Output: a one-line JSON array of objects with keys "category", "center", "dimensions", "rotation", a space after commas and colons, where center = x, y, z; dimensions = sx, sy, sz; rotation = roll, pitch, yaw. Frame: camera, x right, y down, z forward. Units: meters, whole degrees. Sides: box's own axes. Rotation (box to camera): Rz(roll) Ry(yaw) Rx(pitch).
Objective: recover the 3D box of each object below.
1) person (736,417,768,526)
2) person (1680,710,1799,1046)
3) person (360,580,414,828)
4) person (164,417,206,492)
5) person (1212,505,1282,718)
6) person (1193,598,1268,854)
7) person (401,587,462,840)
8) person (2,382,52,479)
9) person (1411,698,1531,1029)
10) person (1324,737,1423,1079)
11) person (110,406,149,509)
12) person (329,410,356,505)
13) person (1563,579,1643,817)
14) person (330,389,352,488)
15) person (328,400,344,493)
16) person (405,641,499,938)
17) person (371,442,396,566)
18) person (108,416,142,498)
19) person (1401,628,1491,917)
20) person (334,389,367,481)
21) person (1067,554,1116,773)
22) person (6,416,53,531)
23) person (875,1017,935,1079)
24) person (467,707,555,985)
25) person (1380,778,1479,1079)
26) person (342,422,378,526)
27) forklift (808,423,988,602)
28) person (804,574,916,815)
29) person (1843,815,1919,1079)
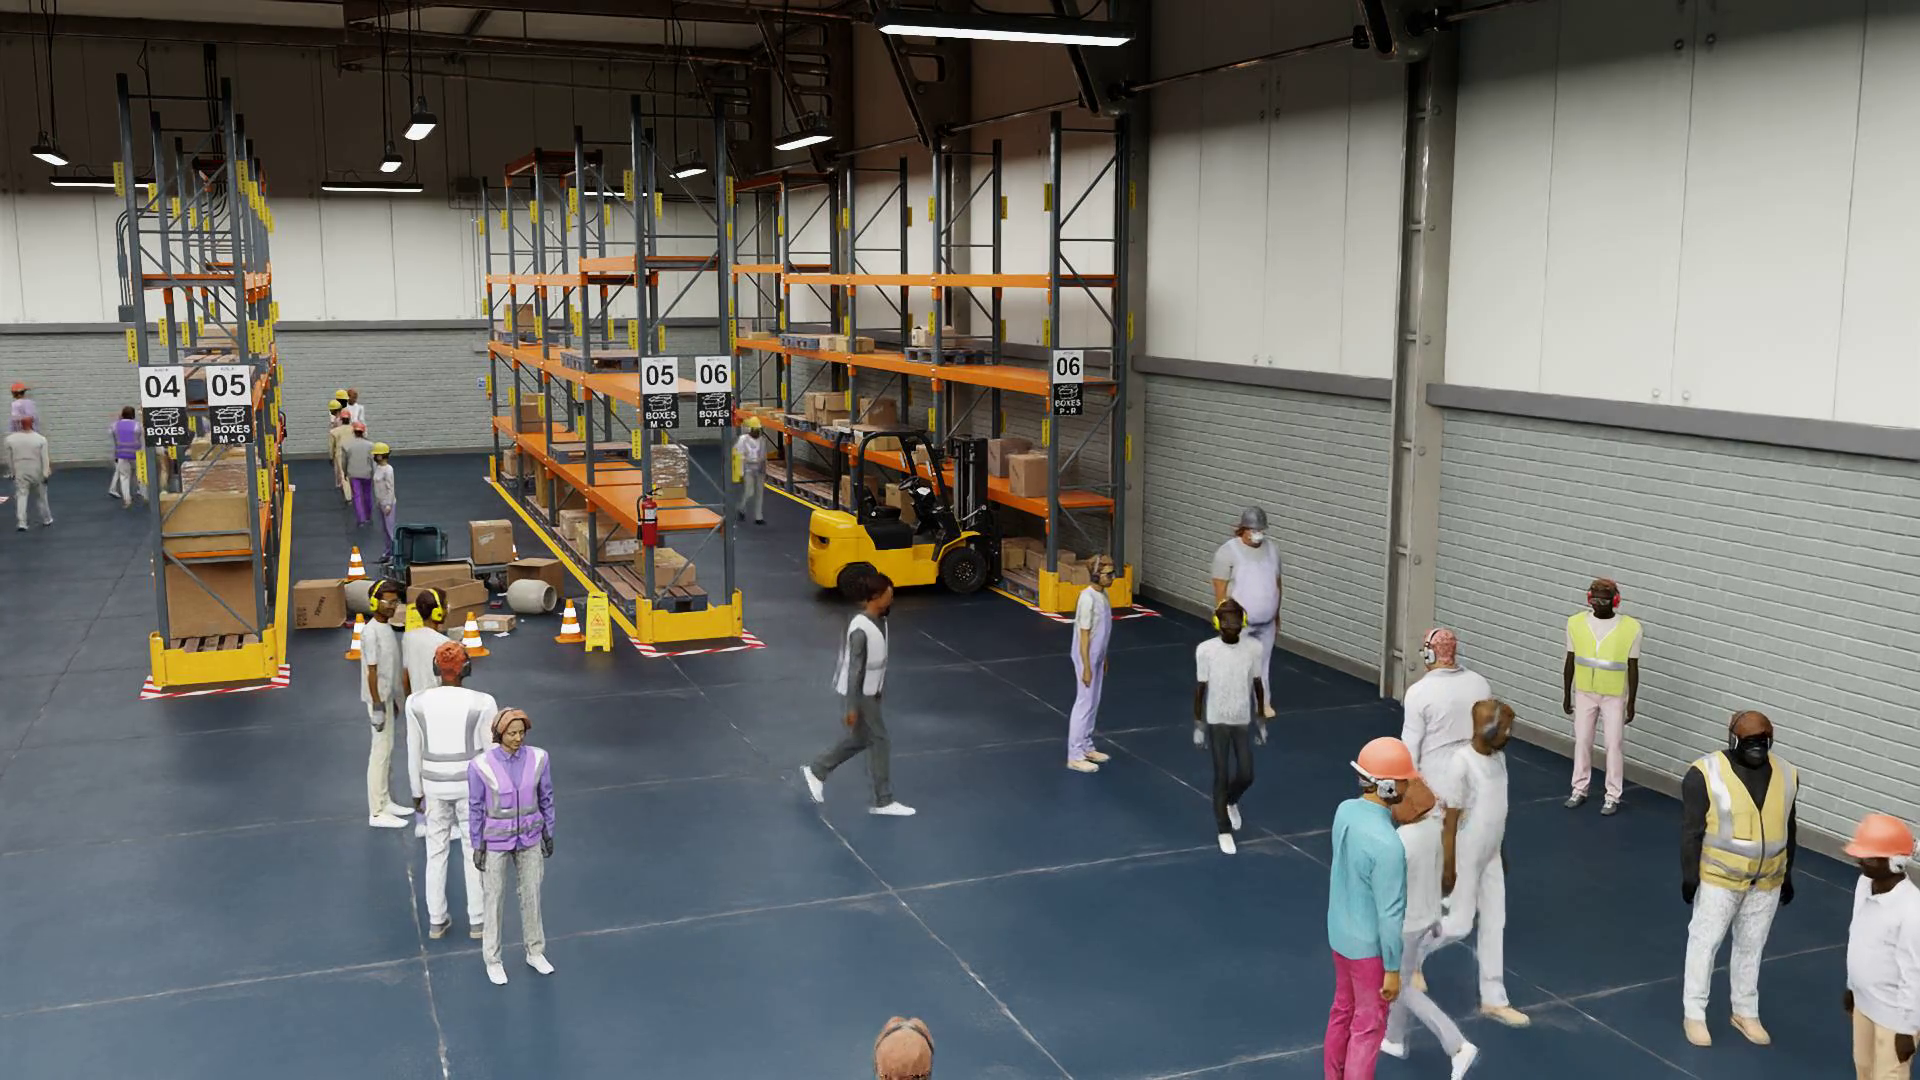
[{"category": "person", "center": [-3.418, -1.133, 27.457], "dimensions": [0.611, 1.821, 0.489], "rotation": [-9, 13, -44]}, {"category": "person", "center": [4.180, 1.804, 8.920], "dimensions": [0.634, 1.841, 0.429], "rotation": [0, 9, -3]}, {"category": "person", "center": [-4.329, 1.220, 12.529], "dimensions": [0.329, 1.863, 0.513], "rotation": [-1, 9, -7]}, {"category": "person", "center": [-12.422, -1.122, 26.782], "dimensions": [0.697, 2.024, 0.453], "rotation": [-3, 10, -20]}, {"category": "person", "center": [2.708, 0.667, 15.449], "dimensions": [0.688, 2.000, 0.536], "rotation": [-3, 9, -16]}, {"category": "person", "center": [1.939, 1.305, 12.002], "dimensions": [0.556, 1.854, 0.481], "rotation": [-1, 9, -4]}, {"category": "person", "center": [-3.850, 1.271, 12.188], "dimensions": [0.533, 1.868, 0.309], "rotation": [5, 10, 30]}, {"category": "person", "center": [-18.970, -2.211, 33.740], "dimensions": [1.025, 2.002, 0.627], "rotation": [0, 9, -3]}, {"category": "person", "center": [2.856, 1.765, 9.288], "dimensions": [0.556, 1.807, 0.746], "rotation": [-8, 12, -39]}, {"category": "person", "center": [1.957, 1.899, 7.887], "dimensions": [0.405, 1.987, 0.608], "rotation": [-2, 9, -11]}, {"category": "person", "center": [-14.827, -1.493, 29.797], "dimensions": [0.628, 1.807, 0.894], "rotation": [-2, 9, -12]}, {"category": "person", "center": [-11.129, -1.500, 30.149], "dimensions": [0.571, 1.708, 0.893], "rotation": [-5, 10, -27]}, {"category": "person", "center": [4.932, 1.192, 12.802], "dimensions": [0.560, 1.837, 0.389], "rotation": [6, 11, 35]}, {"category": "person", "center": [-12.009, -1.969, 32.398], "dimensions": [0.374, 1.925, 0.595], "rotation": [1, 9, 7]}, {"category": "person", "center": [-11.852, -1.782, 31.742], "dimensions": [0.329, 1.763, 0.523], "rotation": [-3, 10, -19]}, {"category": "person", "center": [-3.145, 1.557, 10.363], "dimensions": [0.579, 1.880, 0.339], "rotation": [0, 9, -1]}, {"category": "person", "center": [-8.214, -0.511, 23.726], "dimensions": [0.308, 1.769, 0.525], "rotation": [-7, 11, -37]}, {"category": "person", "center": [-15.644, -1.587, 31.105], "dimensions": [0.522, 1.575, 0.897], "rotation": [2, 9, 12]}, {"category": "person", "center": [3.076, 1.504, 10.676], "dimensions": [0.634, 1.892, 0.394], "rotation": [-4, 10, -22]}, {"category": "person", "center": [-12.290, -2.104, 33.416], "dimensions": [0.504, 1.872, 0.710], "rotation": [8, 12, 41]}, {"category": "person", "center": [1.119, 1.019, 13.913], "dimensions": [0.367, 1.834, 0.520], "rotation": [3, 10, 21]}, {"category": "person", "center": [-15.186, -1.099, 27.149], "dimensions": [0.637, 1.866, 0.992], "rotation": [-2, 9, -15]}, {"category": "person", "center": [-0.194, 2.438, 5.644], "dimensions": [0.523, 1.618, 0.686], "rotation": [0, 9, -3]}, {"category": "person", "center": [-2.625, 1.777, 9.756], "dimensions": [0.515, 1.634, 0.312], "rotation": [-6, 11, -34]}, {"category": "person", "center": [2.374, 1.976, 8.557], "dimensions": [0.657, 1.609, 0.501], "rotation": [8, 12, 40]}, {"category": "person", "center": [-9.984, -1.108, 27.681], "dimensions": [0.561, 1.701, 0.884], "rotation": [-4, 10, -22]}, {"category": "forklift", "center": [-0.830, -0.399, 21.676], "dimensions": [2.313, 2.155, 1.214], "rotation": [-4, 10, -21]}, {"category": "person", "center": [-0.799, 1.177, 12.786], "dimensions": [0.868, 1.880, 0.638], "rotation": [2, 9, 12]}, {"category": "person", "center": [4.144, 2.080, 7.512], "dimensions": [0.385, 1.738, 0.566], "rotation": [1, 9, 4]}]
